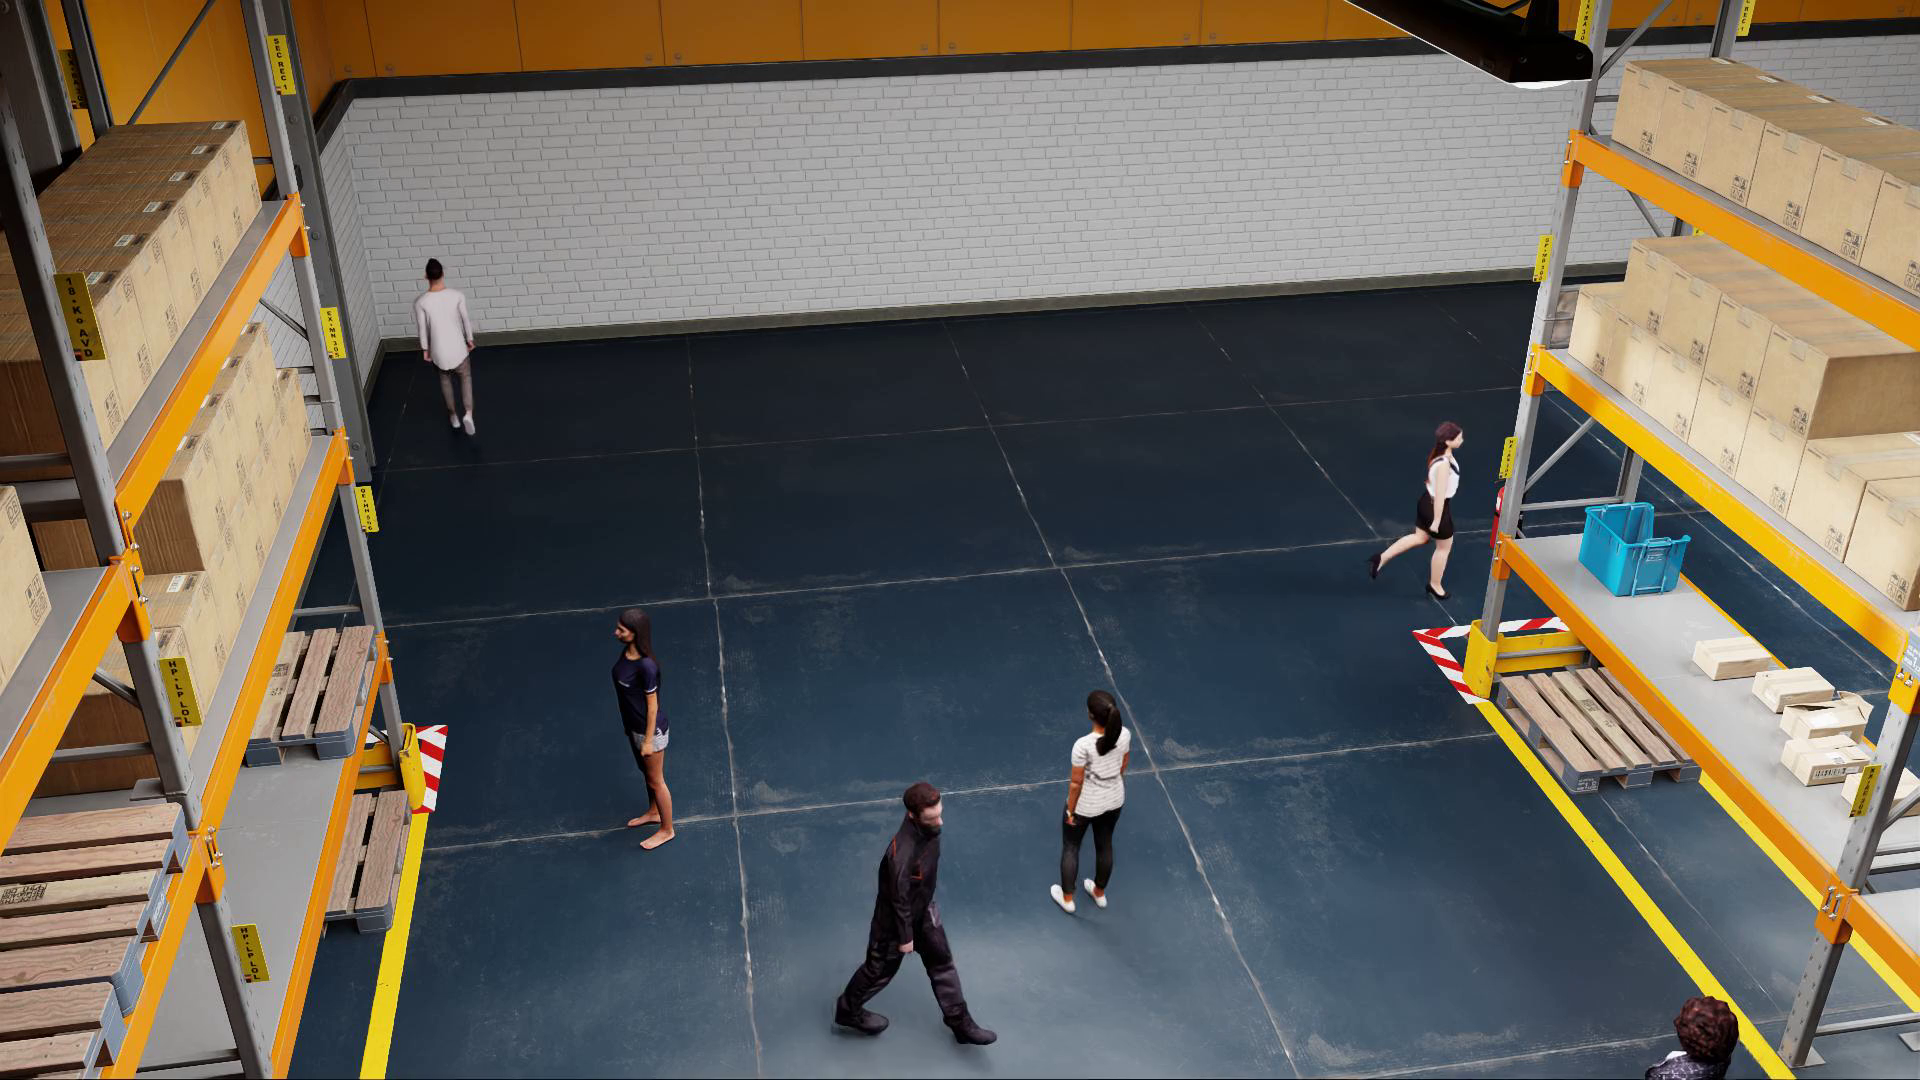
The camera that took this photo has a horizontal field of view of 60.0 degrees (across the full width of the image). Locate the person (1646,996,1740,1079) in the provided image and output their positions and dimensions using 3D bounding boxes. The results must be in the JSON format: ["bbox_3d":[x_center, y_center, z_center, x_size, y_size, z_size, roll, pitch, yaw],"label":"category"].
[{"bbox_3d":[3.426,2.902,7.896,0.858,1.676,1.077,-17,33,-29],"label":"person"}]

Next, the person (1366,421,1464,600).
[{"bbox_3d":[3.816,-0.229,13.689,0.753,1.625,0.947,1,29,2],"label":"person"}]

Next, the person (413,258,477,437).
[{"bbox_3d":[-5.072,-1.896,16.539,0.808,1.823,1.073,-11,31,-20],"label":"person"}]

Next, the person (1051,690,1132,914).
[{"bbox_3d":[0.875,1.635,10.258,0.653,1.640,0.676,-13,31,-22],"label":"person"}]

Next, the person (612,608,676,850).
[{"bbox_3d":[-2.060,1.214,10.897,0.687,1.767,0.549,-14,32,-24],"label":"person"}]

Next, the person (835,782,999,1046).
[{"bbox_3d":[-0.377,2.070,9.242,1.182,1.847,1.263,9,30,15],"label":"person"}]
